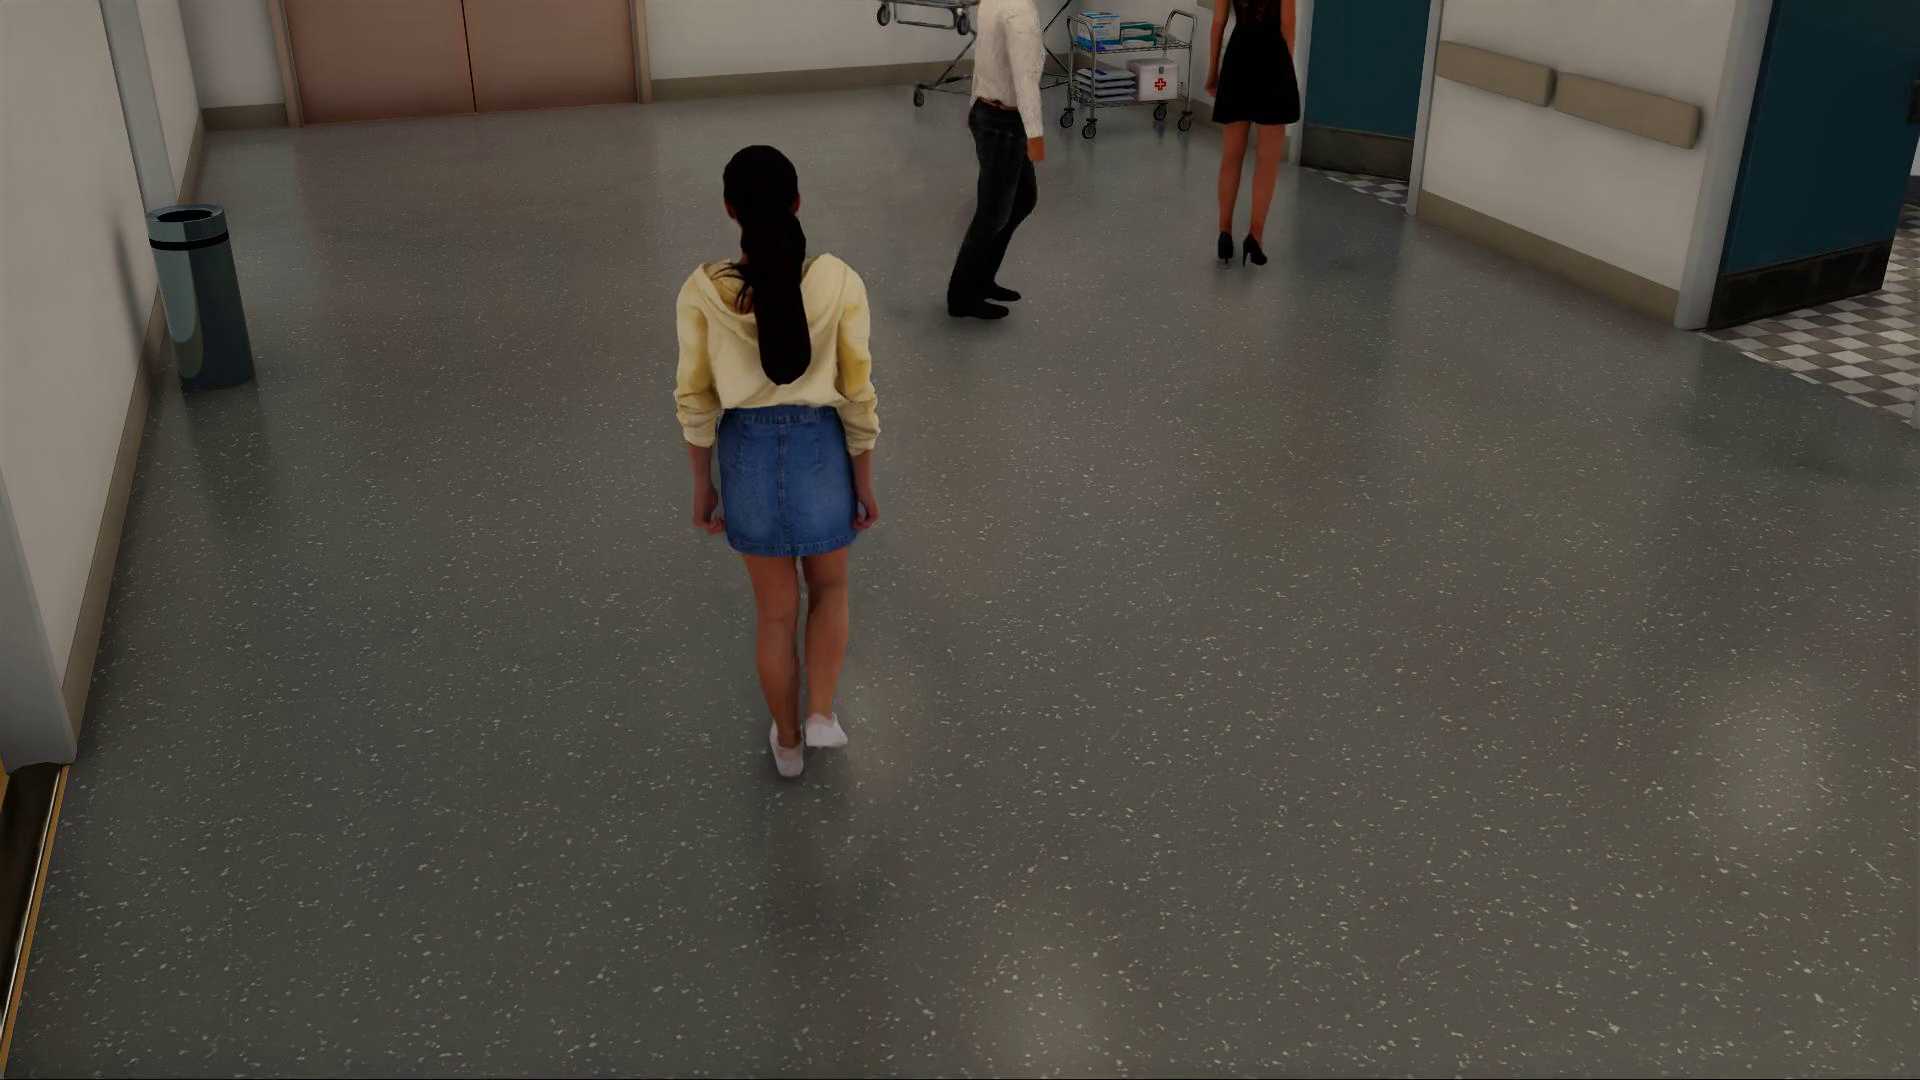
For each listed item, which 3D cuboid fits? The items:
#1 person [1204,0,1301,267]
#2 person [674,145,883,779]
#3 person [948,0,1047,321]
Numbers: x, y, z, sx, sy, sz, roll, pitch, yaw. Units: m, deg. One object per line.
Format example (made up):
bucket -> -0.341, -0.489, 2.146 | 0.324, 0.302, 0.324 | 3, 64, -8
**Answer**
person -> 1.447, -2.259, 8.239 | 0.755, 1.820, 0.818 | 12, 28, 24
person -> -0.422, -0.115, 4.025 | 0.717, 1.618, 0.725 | -3, 26, -5
person -> 0.118, -1.829, 7.411 | 0.822, 1.765, 0.711 | -7, 27, -14
